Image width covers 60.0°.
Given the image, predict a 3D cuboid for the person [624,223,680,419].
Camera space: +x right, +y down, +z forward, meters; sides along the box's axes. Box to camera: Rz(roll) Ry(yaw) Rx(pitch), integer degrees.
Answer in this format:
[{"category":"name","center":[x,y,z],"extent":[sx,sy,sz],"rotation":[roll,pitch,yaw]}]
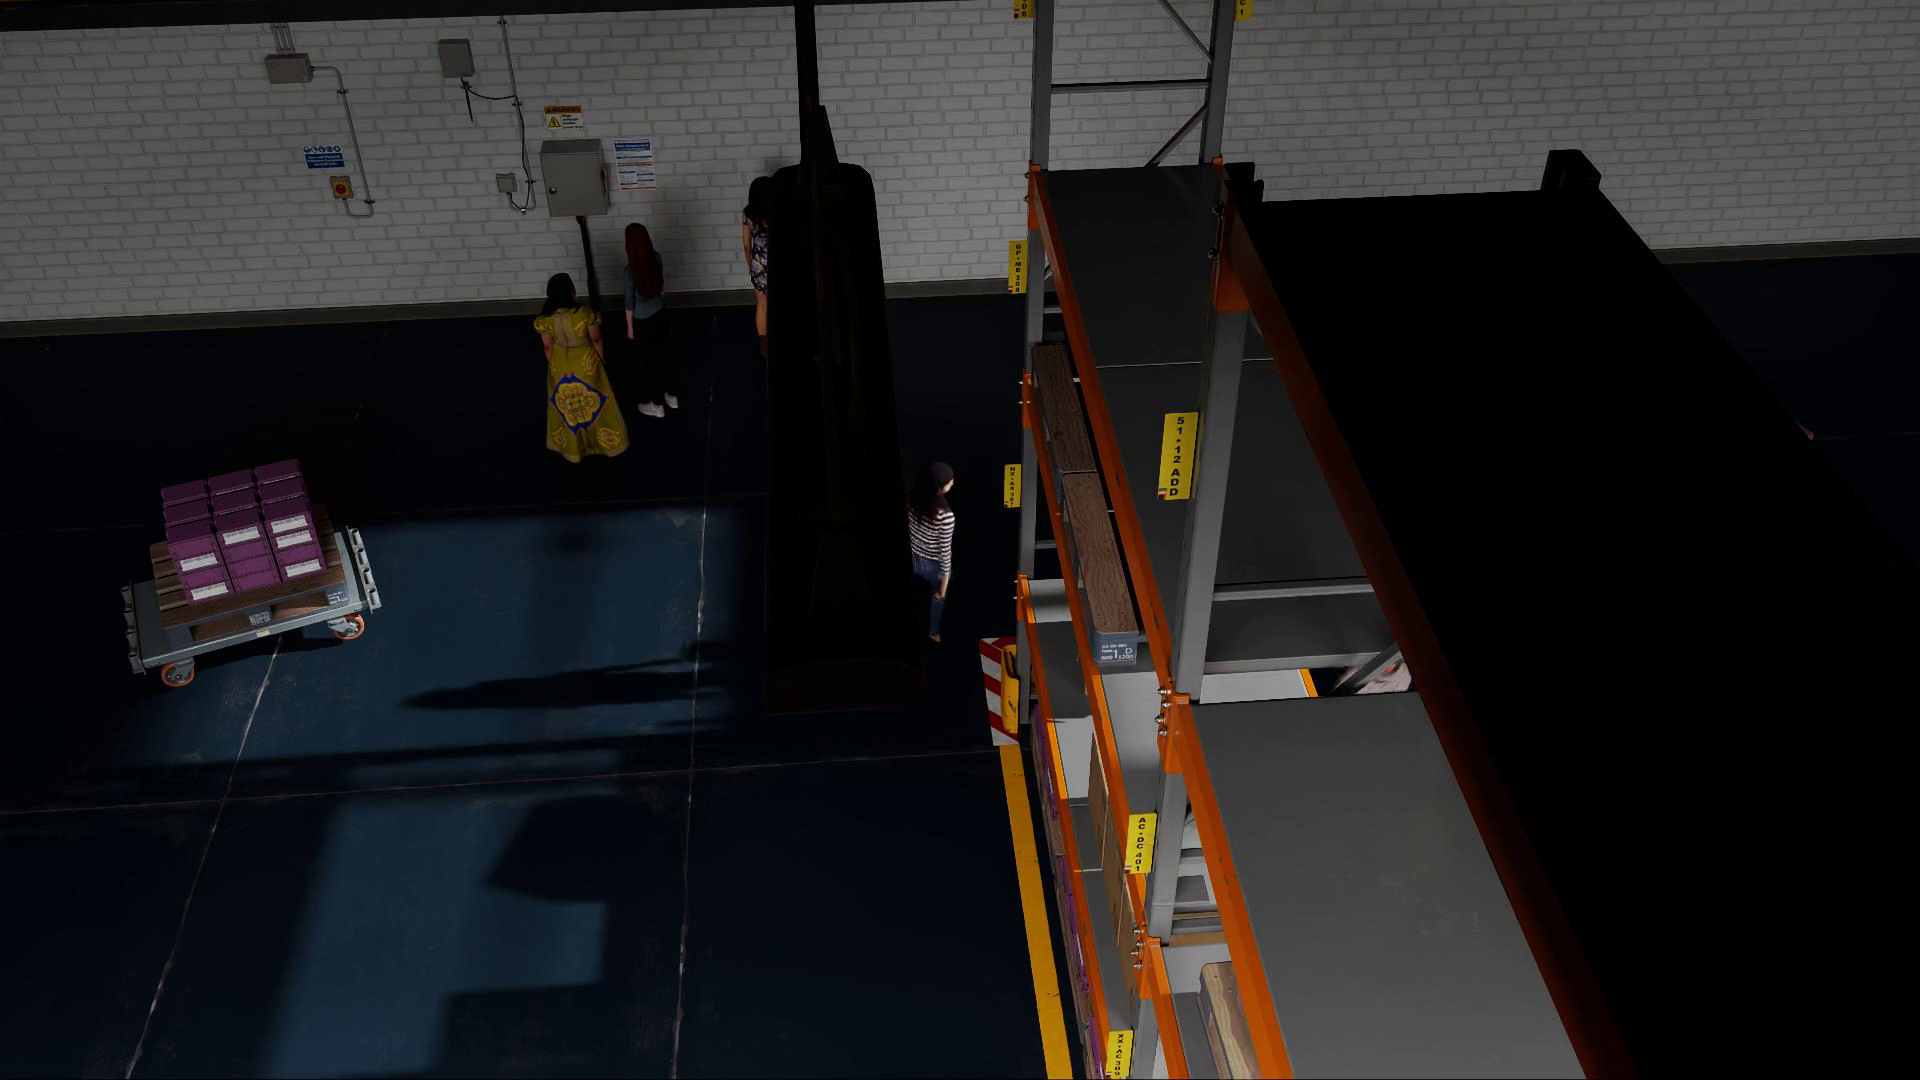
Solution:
[{"category":"person","center":[-2.556,-1.811,13.723],"extent":[0.716,1.741,0.649],"rotation":[26,45,28]}]

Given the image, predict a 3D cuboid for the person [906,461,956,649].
[{"category":"person","center":[-0.292,0.261,11.123],"extent":[1.021,1.748,1.170],"rotation":[17,42,21]}]

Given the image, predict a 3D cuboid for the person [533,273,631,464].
[{"category":"person","center":[-3.051,-1.368,13.235],"extent":[0.842,1.658,0.754],"rotation":[-4,39,-5]}]
